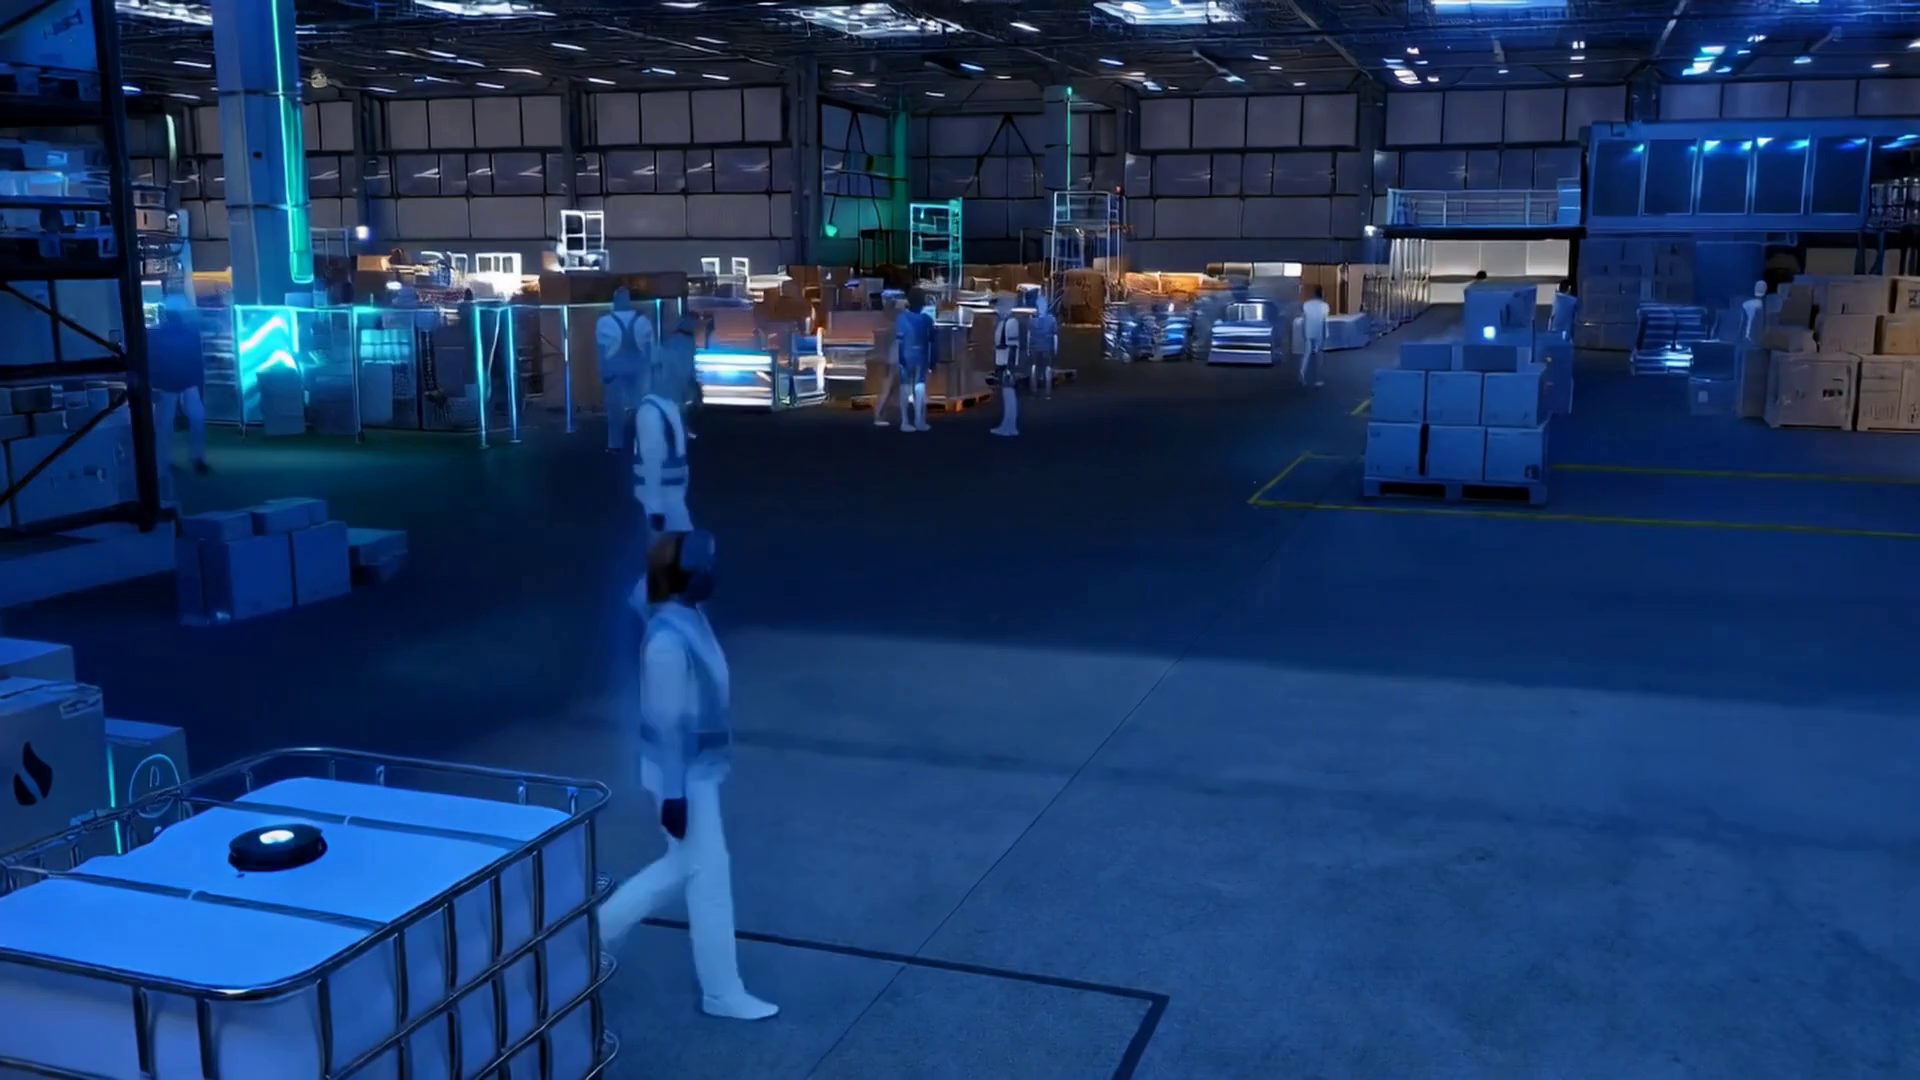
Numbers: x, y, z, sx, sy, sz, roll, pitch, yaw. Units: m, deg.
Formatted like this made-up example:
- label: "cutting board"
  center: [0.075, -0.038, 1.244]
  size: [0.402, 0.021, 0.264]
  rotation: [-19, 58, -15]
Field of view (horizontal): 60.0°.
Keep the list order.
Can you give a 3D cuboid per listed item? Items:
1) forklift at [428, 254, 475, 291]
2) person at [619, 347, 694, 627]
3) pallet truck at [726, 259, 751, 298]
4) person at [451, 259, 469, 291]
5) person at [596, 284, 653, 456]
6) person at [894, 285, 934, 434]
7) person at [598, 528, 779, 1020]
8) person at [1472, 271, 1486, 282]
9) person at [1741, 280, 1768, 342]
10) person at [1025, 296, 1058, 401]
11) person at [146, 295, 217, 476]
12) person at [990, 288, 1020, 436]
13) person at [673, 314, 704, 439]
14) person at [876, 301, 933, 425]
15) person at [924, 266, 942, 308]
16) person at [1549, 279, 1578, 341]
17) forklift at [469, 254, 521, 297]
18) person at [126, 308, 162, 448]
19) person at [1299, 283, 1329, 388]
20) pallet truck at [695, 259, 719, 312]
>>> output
- label: "forklift"
  center: [-20.133, -10.254, 65.465]
  size: [1.157, 1.987, 2.680]
  rotation: [3, 11, 19]
- label: "person"
  center: [-1.871, -0.270, 10.433]
  size: [0.453, 1.870, 0.605]
  rotation: [0, 10, 1]
- label: "pallet truck"
  center: [-7.986, -9.493, 62.019]
  size: [0.823, 1.965, 1.885]
  rotation: [3, 11, 17]
- label: "person"
  center: [-16.491, -8.227, 54.759]
  size: [0.606, 2.045, 0.389]
  rotation: [1, 10, 3]
- label: "person"
  center: [-4.035, -2.029, 19.866]
  size: [0.688, 2.000, 0.539]
  rotation: [-6, 12, -31]
- label: "person"
  center: [-0.597, -2.405, 22.191]
  size: [0.612, 1.965, 0.361]
  rotation: [-10, 14, -43]
- label: "person"
  center: [-0.944, 0.759, 5.347]
  size: [0.644, 1.622, 0.521]
  rotation: [0, 10, 1]
- label: "person"
  center: [11.584, -5.036, 37.136]
  size: [0.386, 1.930, 0.539]
  rotation: [4, 11, 21]
- label: "person"
  center: [13.183, -3.318, 27.470]
  size: [0.591, 1.920, 0.392]
  rotation: [1, 10, 3]
- label: "person"
  center: [1.309, -3.065, 26.693]
  size: [0.537, 1.693, 0.319]
  rotation: [1, 10, 5]
- label: "person"
  center: [-8.427, -1.650, 17.952]
  size: [0.796, 1.965, 0.643]
  rotation: [10, 14, 43]
- label: "person"
  center: [0.591, -2.335, 21.878]
  size: [0.379, 1.938, 0.547]
  rotation: [-2, 10, -13]
- label: "person"
  center: [-3.502, -2.088, 21.389]
  size: [0.335, 1.621, 0.500]
  rotation: [-8, 13, -39]
- label: "person"
  center: [-0.823, -2.471, 23.255]
  size: [0.925, 1.710, 0.548]
  rotation: [-8, 13, -38]
- label: "person"
  center: [-1.074, -9.733, 63.788]
  size: [0.997, 1.855, 0.671]
  rotation: [-5, 11, -25]
- label: "person"
  center: [11.277, -3.934, 31.119]
  size: [0.503, 1.862, 0.328]
  rotation: [0, 10, 2]
- label: "forklift"
  center: [-17.990, -10.121, 64.684]
  size: [1.157, 1.987, 2.680]
  rotation: [3, 11, 17]
- label: "person"
  center: [-10.061, -1.989, 20.459]
  size: [0.599, 1.745, 0.543]
  rotation: [4, 11, 19]
- label: "person"
  center: [6.214, -3.597, 29.268]
  size: [0.523, 1.846, 0.864]
  rotation: [6, 12, 32]
- label: "pallet truck"
  center: [-9.165, -9.627, 62.776]
  size: [0.823, 1.965, 1.885]
  rotation: [4, 11, 23]
